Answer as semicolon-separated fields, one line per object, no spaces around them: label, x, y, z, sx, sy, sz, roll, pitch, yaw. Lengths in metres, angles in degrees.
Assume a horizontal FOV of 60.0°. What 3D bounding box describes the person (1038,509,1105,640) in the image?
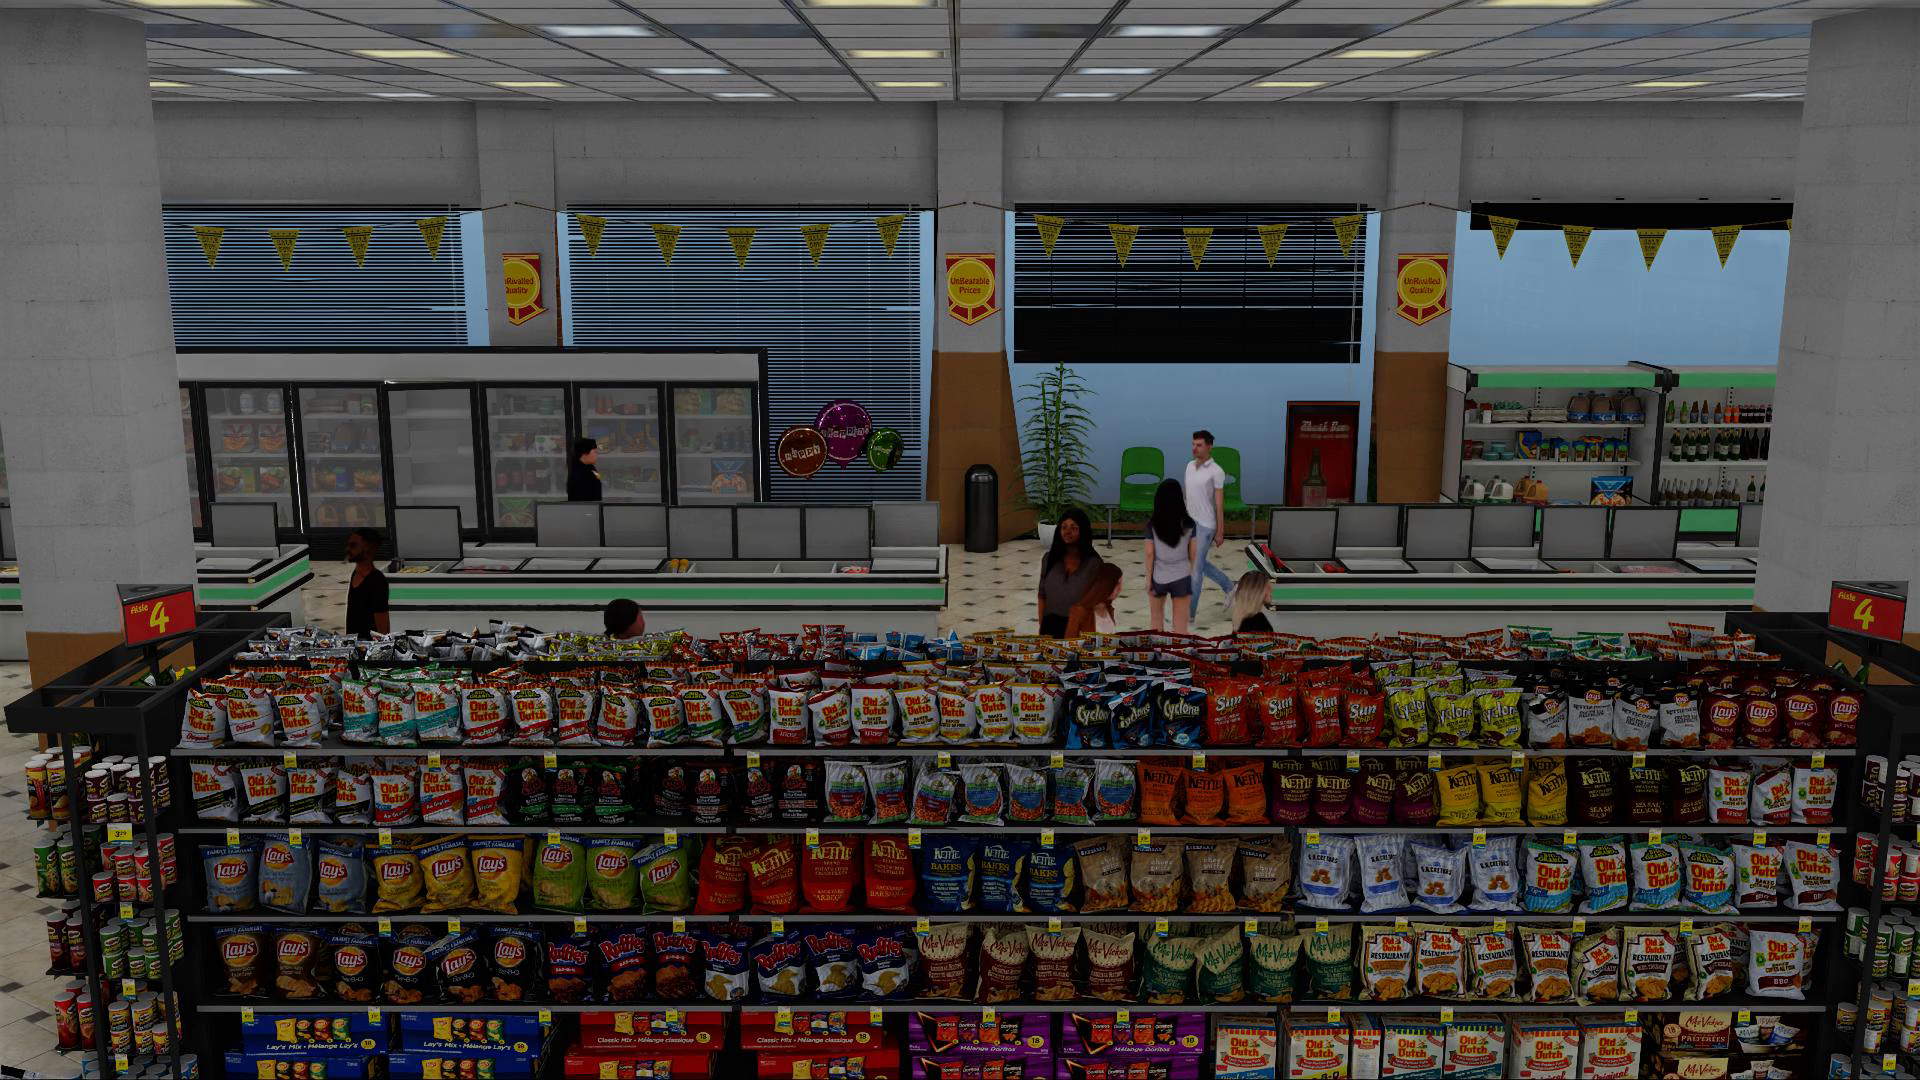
person;0.789;0.682;11.872;0.651;1.842;0.781;4;13;19

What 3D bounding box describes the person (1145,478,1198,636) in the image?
person;1.758;0.362;13.806;1.047;1.671;0.718;1;12;5

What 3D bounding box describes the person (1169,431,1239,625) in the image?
person;2.358;-0.120;15.713;1.234;1.829;1.018;-6;13;-28

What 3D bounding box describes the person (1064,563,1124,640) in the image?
person;0.743;0.968;10.909;0.857;1.679;0.800;10;15;39

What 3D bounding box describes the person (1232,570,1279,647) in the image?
person;1.759;1.025;10.657;0.694;1.671;0.623;0;12;-1

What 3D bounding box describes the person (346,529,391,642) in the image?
person;-4.026;0.805;11.380;0.746;1.804;0.711;-10;15;-38

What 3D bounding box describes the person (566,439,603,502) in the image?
person;-3.777;-0.151;16.297;0.844;1.649;0.695;0;12;2
